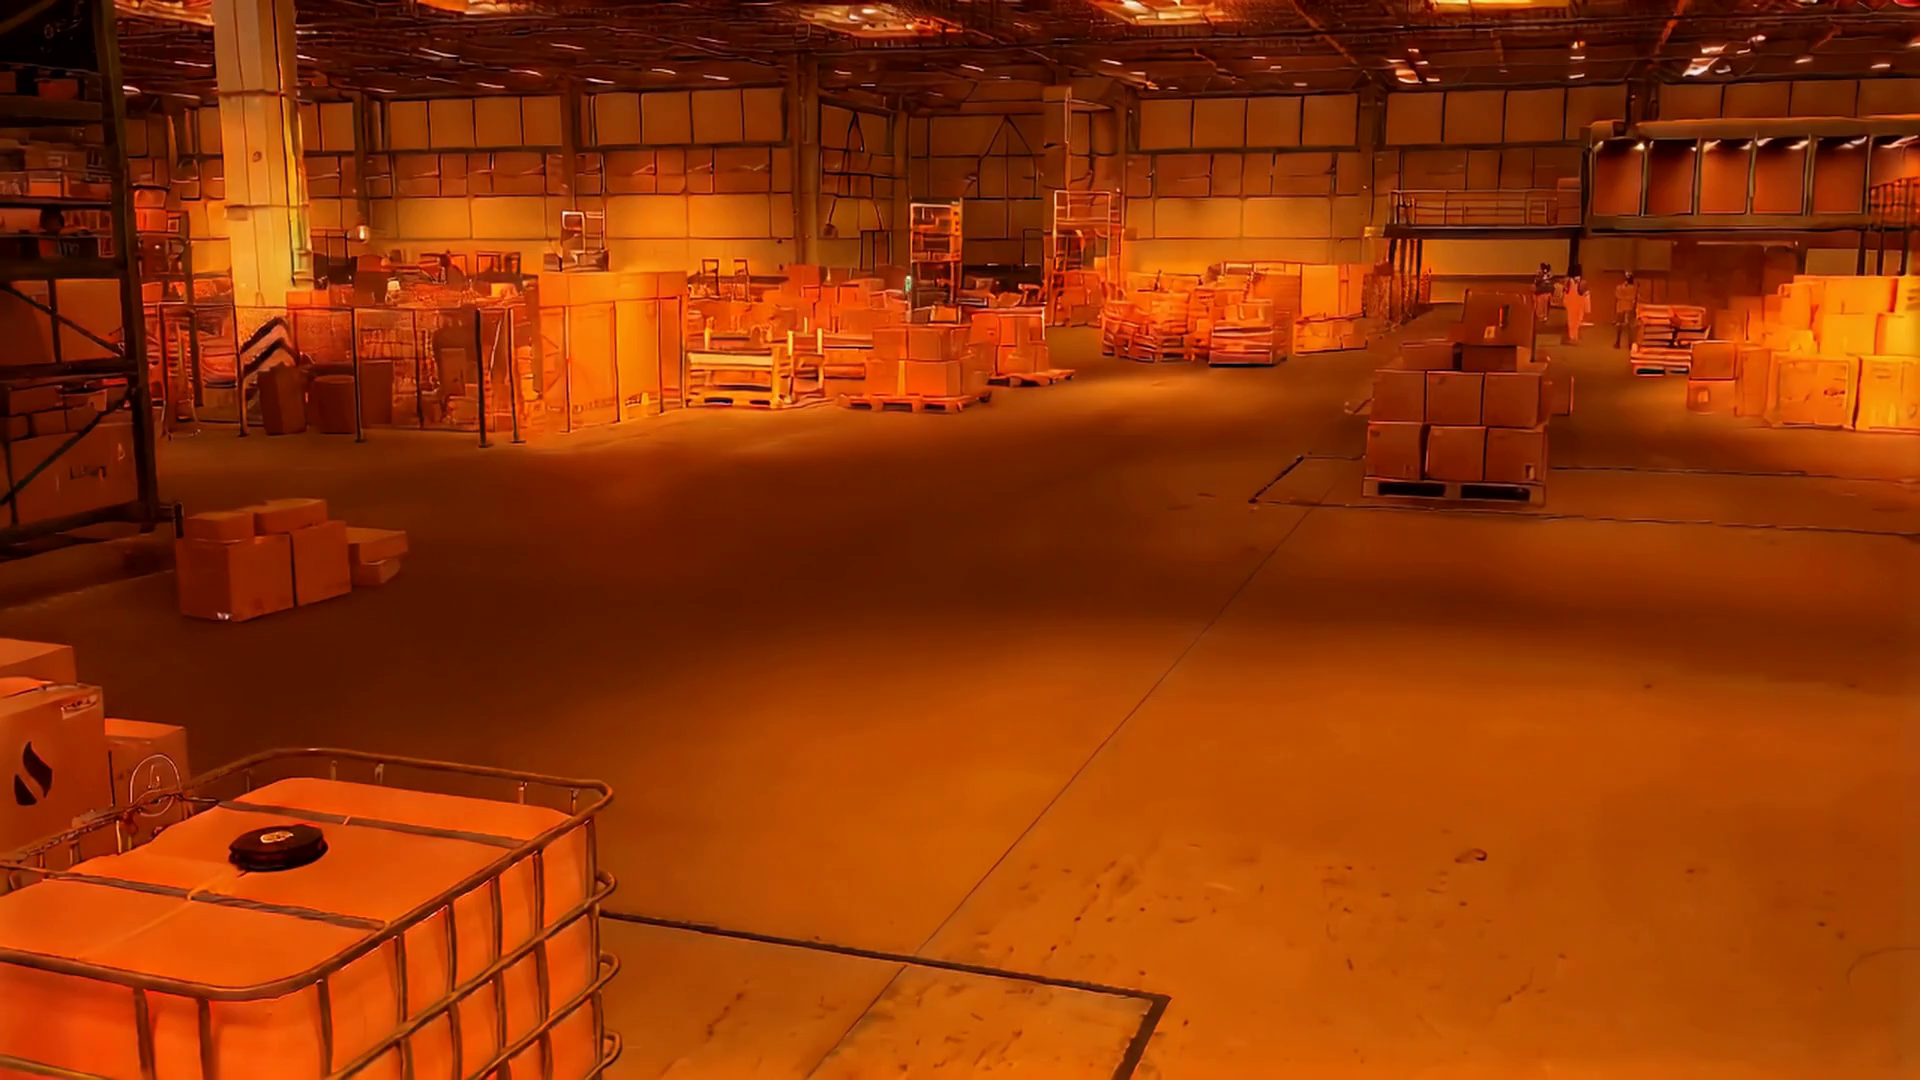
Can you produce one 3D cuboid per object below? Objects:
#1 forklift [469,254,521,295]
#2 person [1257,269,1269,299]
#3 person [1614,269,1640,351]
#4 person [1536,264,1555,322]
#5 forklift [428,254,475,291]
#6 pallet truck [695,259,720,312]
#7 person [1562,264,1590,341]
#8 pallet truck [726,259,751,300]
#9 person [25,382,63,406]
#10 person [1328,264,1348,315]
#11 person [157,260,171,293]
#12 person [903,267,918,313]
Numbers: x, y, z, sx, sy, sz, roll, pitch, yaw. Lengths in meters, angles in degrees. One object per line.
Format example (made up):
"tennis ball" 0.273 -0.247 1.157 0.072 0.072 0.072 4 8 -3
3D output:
"forklift" -17.990 -10.121 64.684 1.157 1.987 2.680 3 11 17
"person" 9.271 -7.396 50.894 0.334 1.761 0.529 -1 10 -5
"person" 15.785 -5.442 39.373 0.550 1.935 0.376 2 10 13
"person" 19.008 -8.023 54.053 0.603 1.897 0.904 3 11 19
"forklift" -20.133 -10.254 65.465 1.157 1.987 2.680 3 11 19
"pallet truck" -9.165 -9.627 62.776 0.823 1.965 1.885 4 11 23
"person" 16.014 -6.186 43.272 0.684 2.000 0.955 9 13 40
"pallet truck" -7.986 -9.493 62.019 0.823 1.965 1.885 3 11 17
"person" -8.653 -1.125 15.733 0.320 1.698 0.537 -2 10 -14
"person" 13.268 -8.619 57.568 0.980 1.837 0.596 -5 11 -25
"person" -31.825 -10.230 66.324 0.630 1.950 1.009 -8 13 -38
"person" -1.409 -7.442 50.965 0.933 1.831 0.516 -5 11 -27
